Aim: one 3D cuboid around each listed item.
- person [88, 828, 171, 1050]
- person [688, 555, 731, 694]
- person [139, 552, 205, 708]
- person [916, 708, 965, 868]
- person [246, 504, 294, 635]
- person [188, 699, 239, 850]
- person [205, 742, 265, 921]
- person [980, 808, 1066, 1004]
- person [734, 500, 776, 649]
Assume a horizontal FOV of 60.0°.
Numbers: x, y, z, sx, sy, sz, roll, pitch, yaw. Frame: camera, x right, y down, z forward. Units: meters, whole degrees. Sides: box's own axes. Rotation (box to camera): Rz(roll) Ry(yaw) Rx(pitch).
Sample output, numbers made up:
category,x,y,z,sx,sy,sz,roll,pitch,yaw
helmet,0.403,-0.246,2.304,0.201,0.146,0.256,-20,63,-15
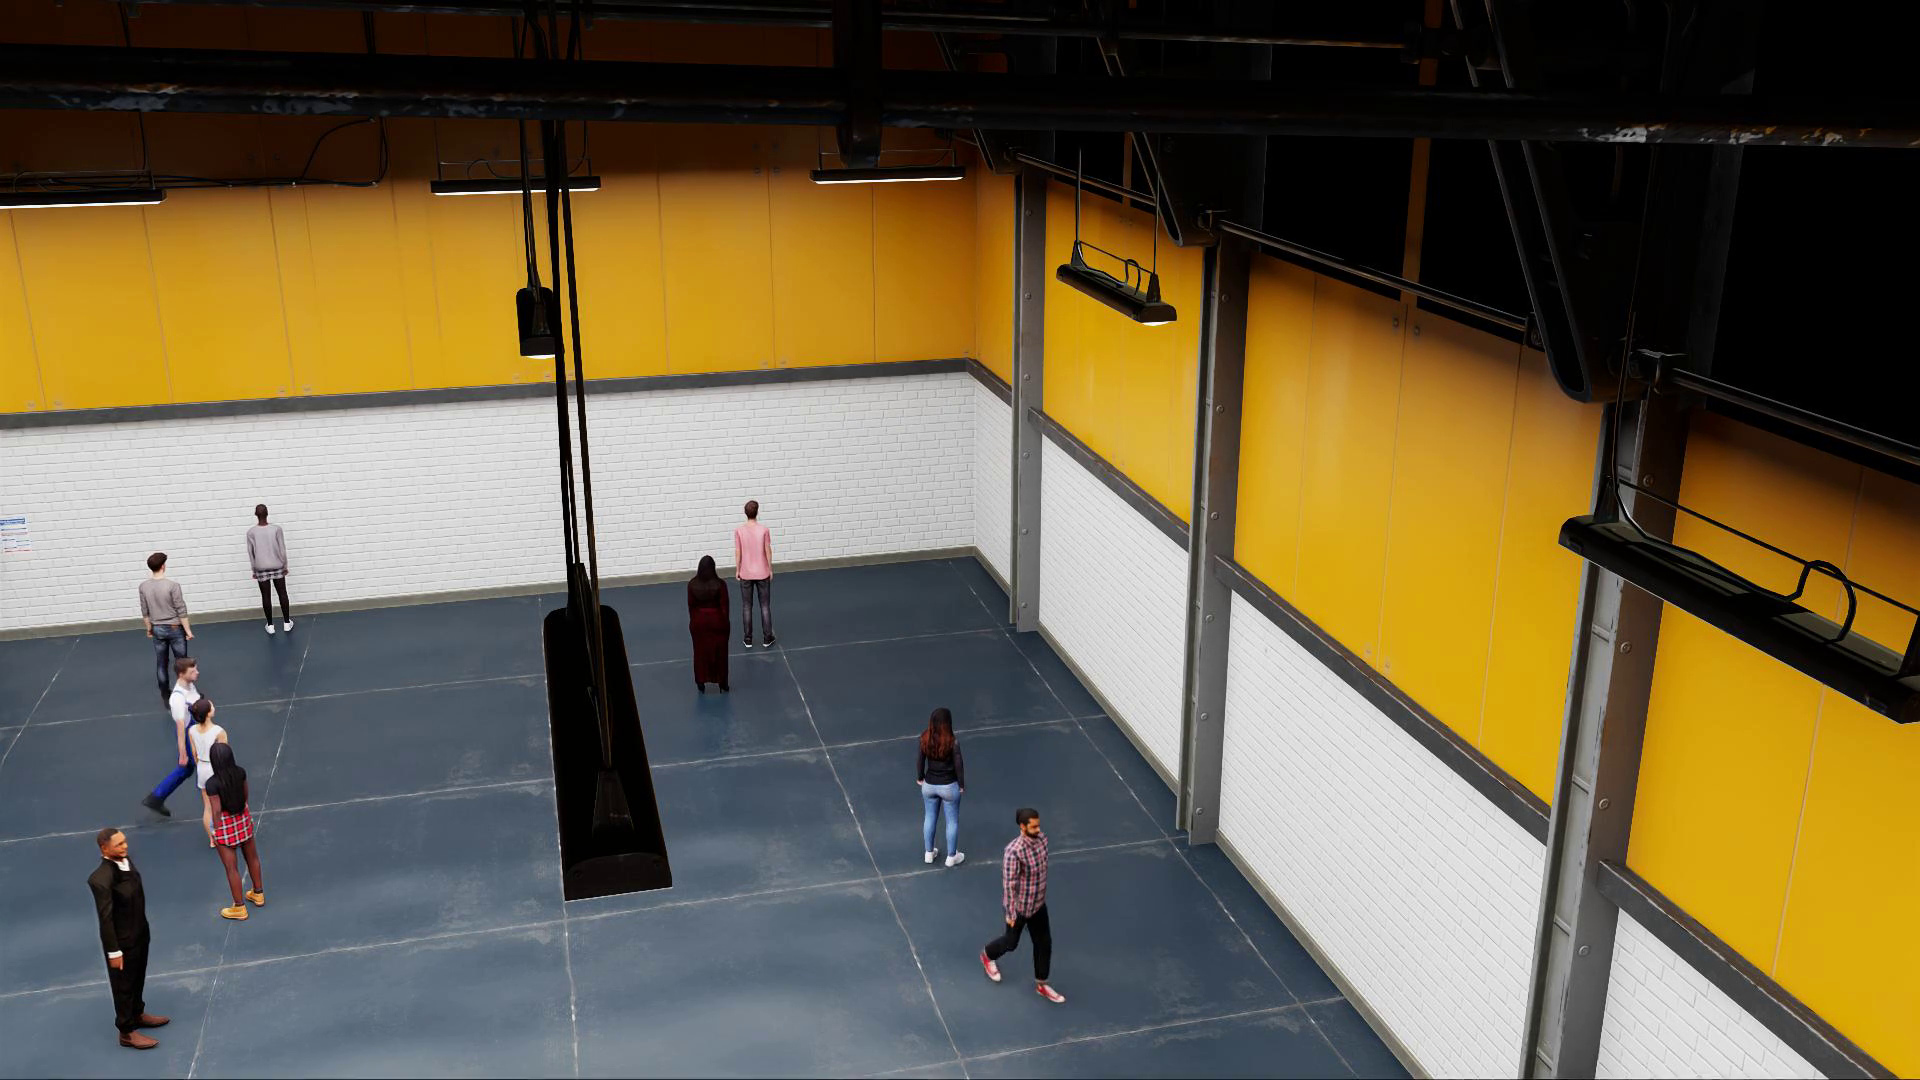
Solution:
category,x,y,z,sx,sy,sz,roll,pitch,yaw
person,-6.783,3.193,13.499,0.804,1.904,0.599,-2,19,-5
person,-3.037,1.023,20.171,0.737,1.758,0.714,1,19,4
person,-9.438,1.070,19.804,0.756,1.903,0.687,0,19,1
person,-0.185,2.400,16.276,0.730,1.634,0.762,8,20,22
person,-9.179,0.368,22.096,0.647,1.771,0.563,-8,20,-22
person,-7.422,2.324,16.549,0.651,1.604,0.677,3,19,9
person,-6.719,2.659,15.360,0.779,1.728,0.701,7,20,20
person,0.495,3.049,14.168,1.080,1.750,1.244,-18,25,-42
person,-2.677,0.437,21.600,0.671,1.957,0.607,-1,19,-3
